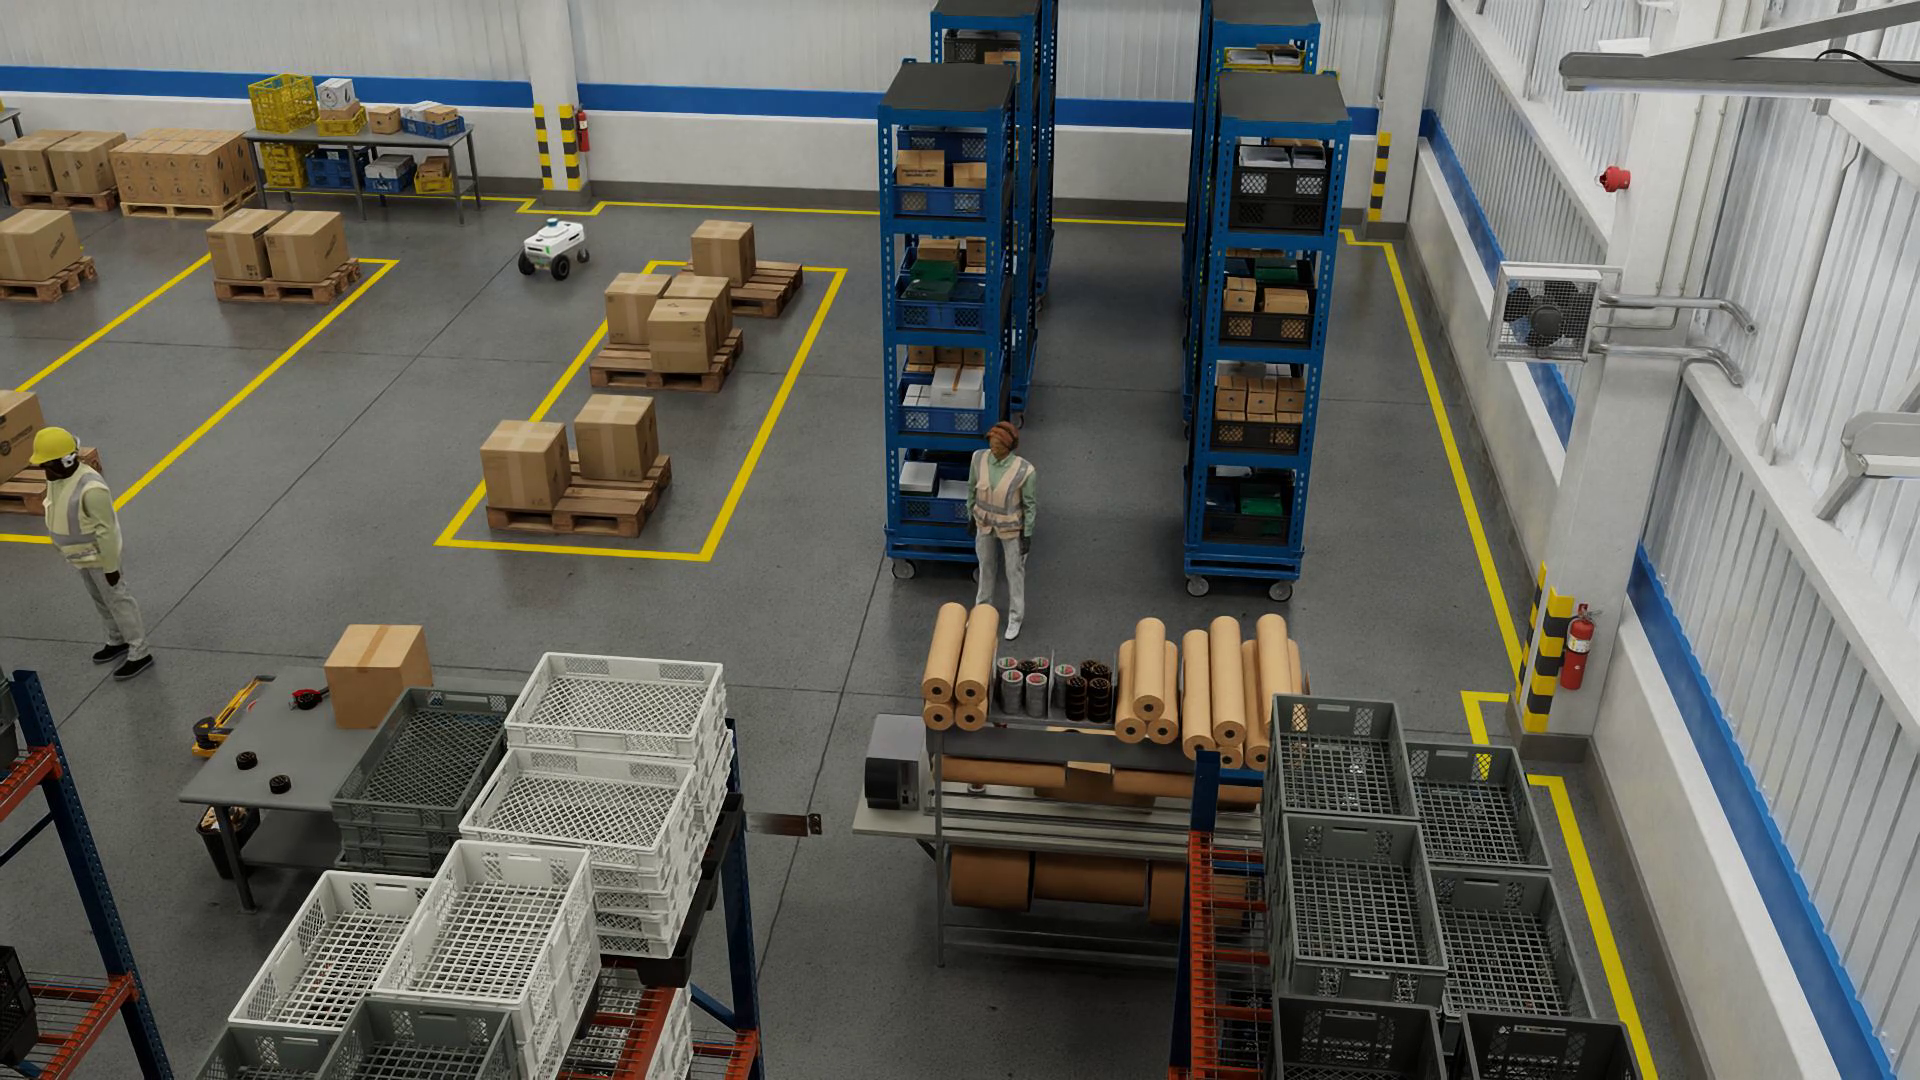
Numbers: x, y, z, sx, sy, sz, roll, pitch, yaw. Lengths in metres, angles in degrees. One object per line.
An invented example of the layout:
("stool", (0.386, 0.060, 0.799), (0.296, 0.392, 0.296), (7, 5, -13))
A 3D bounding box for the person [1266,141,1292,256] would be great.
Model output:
("person", (3.026, -2.890, 15.952), (0.527, 1.963, 0.644), (-2, 30, -3))

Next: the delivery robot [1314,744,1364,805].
("delivery robot", (2.189, 1.445, 9.793), (0.477, 0.478, 0.707), (-24, 38, -35))

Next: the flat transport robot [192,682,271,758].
("flat transport robot", (-4.089, 1.163, 10.648), (1.431, 0.197, 0.652), (3, 30, 6))

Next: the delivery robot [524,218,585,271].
("delivery robot", (-4.327, -3.187, 17.749), (0.477, 0.478, 0.707), (12, 32, 19))

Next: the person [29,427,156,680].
("person", (-5.756, 0.067, 10.998), (0.592, 1.823, 0.403), (22, 37, 33))

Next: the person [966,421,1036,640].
("person", (0.278, -0.079, 11.429), (0.514, 1.640, 0.310), (15, 34, 25))
